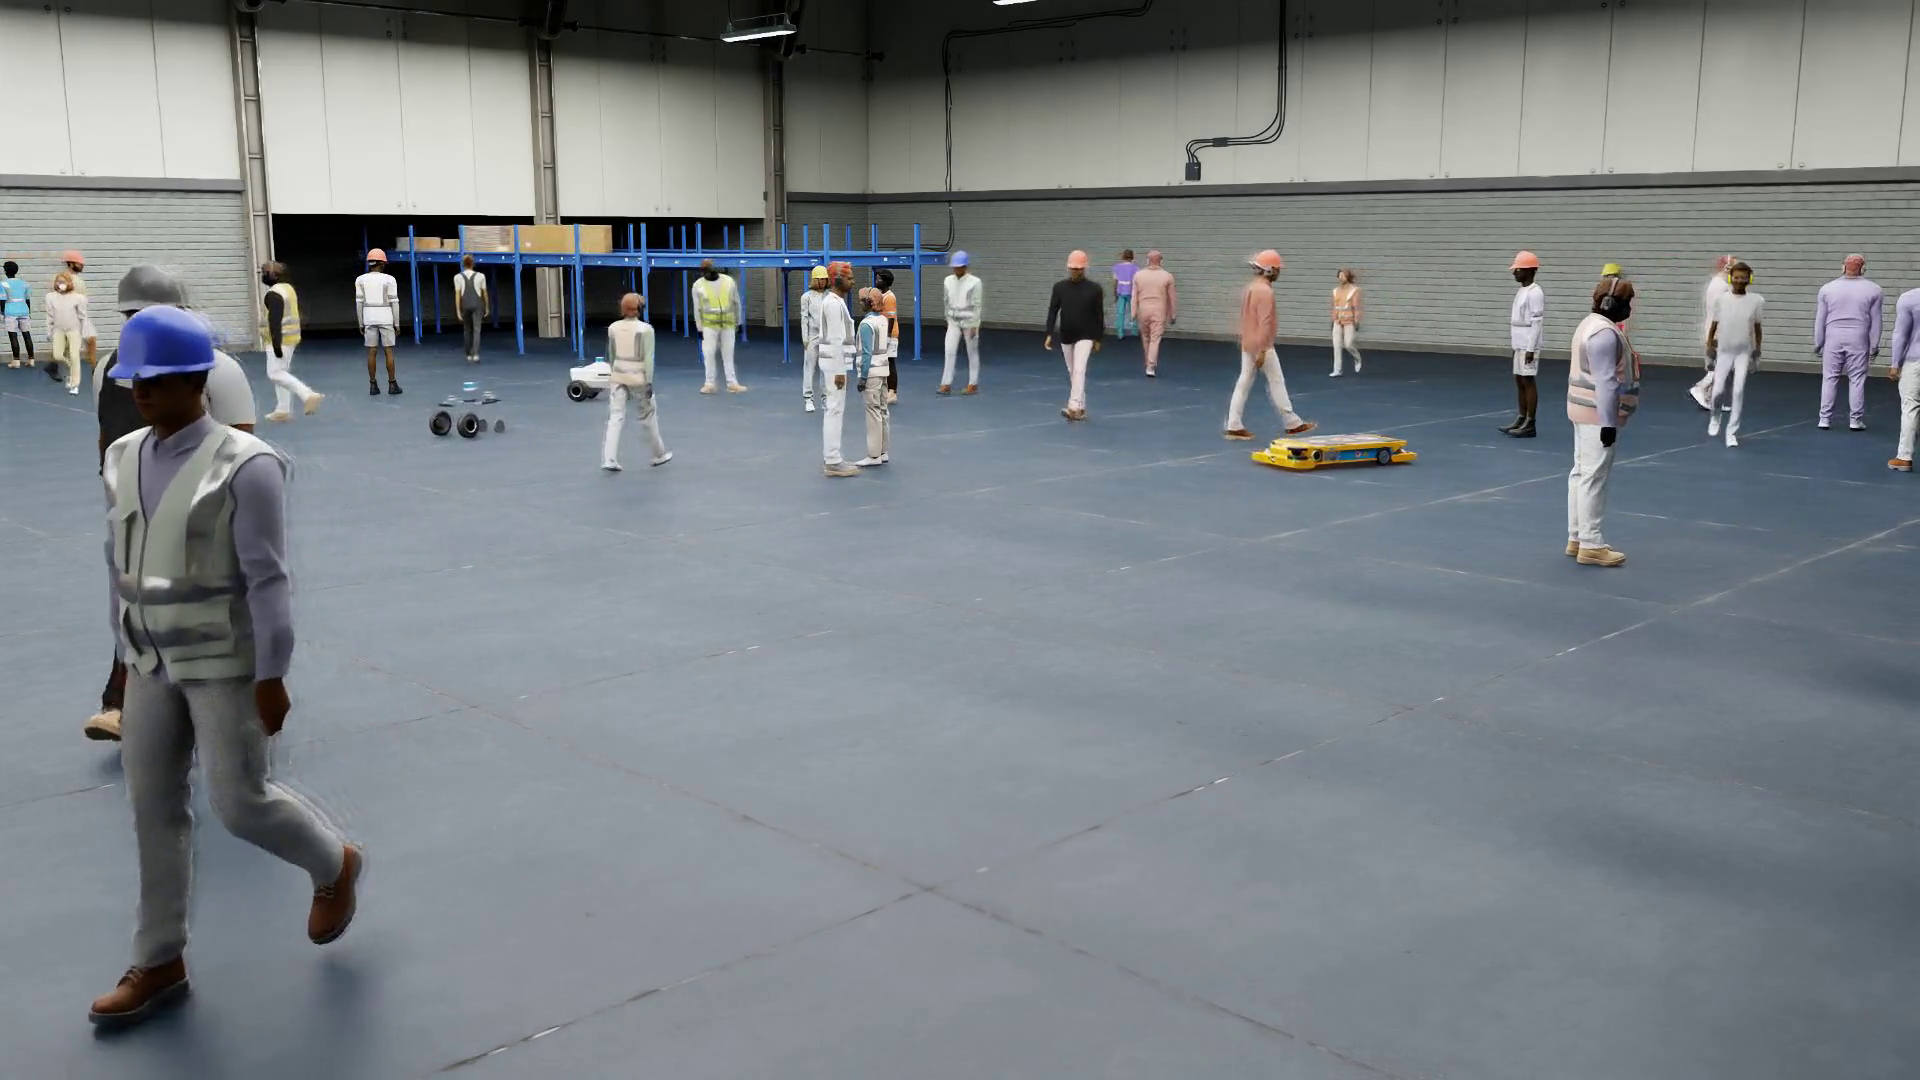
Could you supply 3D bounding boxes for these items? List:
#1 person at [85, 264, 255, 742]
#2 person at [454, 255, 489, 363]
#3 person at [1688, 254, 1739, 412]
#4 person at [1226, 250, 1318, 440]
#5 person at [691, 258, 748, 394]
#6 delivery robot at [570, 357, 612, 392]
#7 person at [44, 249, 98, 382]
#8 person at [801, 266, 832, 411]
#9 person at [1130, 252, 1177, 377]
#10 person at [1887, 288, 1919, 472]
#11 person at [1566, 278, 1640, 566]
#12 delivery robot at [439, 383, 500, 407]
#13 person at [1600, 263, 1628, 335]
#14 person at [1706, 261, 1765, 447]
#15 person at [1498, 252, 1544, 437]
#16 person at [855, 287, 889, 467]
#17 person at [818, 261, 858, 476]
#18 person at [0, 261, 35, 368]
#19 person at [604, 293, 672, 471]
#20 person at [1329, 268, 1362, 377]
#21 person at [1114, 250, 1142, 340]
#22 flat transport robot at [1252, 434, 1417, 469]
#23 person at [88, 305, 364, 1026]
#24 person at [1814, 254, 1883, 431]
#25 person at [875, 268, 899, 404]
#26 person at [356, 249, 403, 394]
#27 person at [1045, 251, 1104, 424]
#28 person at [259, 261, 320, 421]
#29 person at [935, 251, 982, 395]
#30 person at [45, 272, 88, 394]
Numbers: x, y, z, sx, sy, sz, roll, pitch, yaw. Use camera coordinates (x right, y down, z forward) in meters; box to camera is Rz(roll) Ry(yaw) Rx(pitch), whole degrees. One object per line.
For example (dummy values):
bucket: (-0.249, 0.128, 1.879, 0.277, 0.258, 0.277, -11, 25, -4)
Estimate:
person: (-3.373, -0.169, 7.065, 0.697, 2.000, 1.002, 1, 10, 3)
person: (-8.146, -3.855, 27.748, 0.524, 1.800, 0.982, -3, 11, -13)
person: (9.140, -2.480, 19.972, 0.443, 1.893, 0.651, 4, 11, 22)
person: (3.234, -2.010, 17.239, 0.981, 1.951, 0.615, -2, 11, -11)
person: (-3.196, -2.862, 22.326, 0.756, 1.804, 0.433, -4, 11, -20)
delivery robot: (-4.654, -2.120, 21.501, 0.707, 0.478, 0.477, 1, 11, 8)
person: (-12.764, -3.223, 23.956, 0.851, 1.913, 0.567, 1, 10, 5)
person: (-1.691, -2.441, 20.148, 0.484, 1.745, 0.298, -6, 12, -31)
person: (2.938, -3.408, 25.108, 0.670, 1.853, 1.013, 4, 11, 19)
person: (8.746, -1.591, 15.027, 0.628, 1.930, 0.384, 1, 10, 4)
person: (4.177, -0.777, 10.826, 0.430, 1.838, 0.619, 2, 11, 9)
delivery robot: (-5.248, -1.567, 17.778, 0.335, 0.223, 0.698, 6, 12, 30)
person: (9.481, -3.130, 23.970, 0.868, 1.723, 0.532, -3, 11, -16)
person: (7.850, -1.887, 16.845, 0.514, 1.857, 0.531, 4, 11, 20)
person: (5.950, -2.066, 17.573, 0.379, 1.938, 0.547, 0, 10, 2)
person: (-0.800, -1.499, 15.298, 0.308, 1.641, 0.511, 3, 11, 16)
person: (-1.087, -1.525, 14.769, 0.337, 1.883, 0.584, -1, 10, -5)
person: (-15.117, -3.604, 26.619, 0.317, 1.695, 0.540, 5, 12, 27)
person: (-2.964, -1.430, 15.047, 0.525, 1.591, 0.839, 4, 11, 22)
person: (5.791, -3.258, 24.920, 0.506, 1.621, 0.527, -9, 14, -40)
person: (3.432, -4.978, 33.823, 0.594, 1.805, 0.858, 5, 11, 23)
flat transport robot: (3.508, -0.840, 15.554, 1.431, 0.197, 0.652, -5, 12, -26)
person: (-2.099, 0.314, 4.621, 0.627, 1.927, 0.766, 4, 11, 23)
person: (9.680, -2.153, 18.143, 0.652, 1.904, 0.403, 6, 12, 31)
person: (-0.938, -2.569, 20.973, 0.319, 1.697, 0.532, -3, 11, -15)
person: (-7.770, -2.921, 22.263, 0.550, 1.927, 0.381, 0, 10, -2)
person: (1.294, -2.297, 18.852, 0.601, 1.923, 1.056, 5, 11, 24)
person: (-7.691, -2.267, 19.007, 0.581, 1.828, 0.624, -1, 10, -6)
person: (-0.001, -2.855, 22.006, 0.611, 1.892, 0.889, 5, 12, 27)
person: (-11.944, -2.773, 22.270, 0.528, 1.618, 0.403, -2, 11, -11)
